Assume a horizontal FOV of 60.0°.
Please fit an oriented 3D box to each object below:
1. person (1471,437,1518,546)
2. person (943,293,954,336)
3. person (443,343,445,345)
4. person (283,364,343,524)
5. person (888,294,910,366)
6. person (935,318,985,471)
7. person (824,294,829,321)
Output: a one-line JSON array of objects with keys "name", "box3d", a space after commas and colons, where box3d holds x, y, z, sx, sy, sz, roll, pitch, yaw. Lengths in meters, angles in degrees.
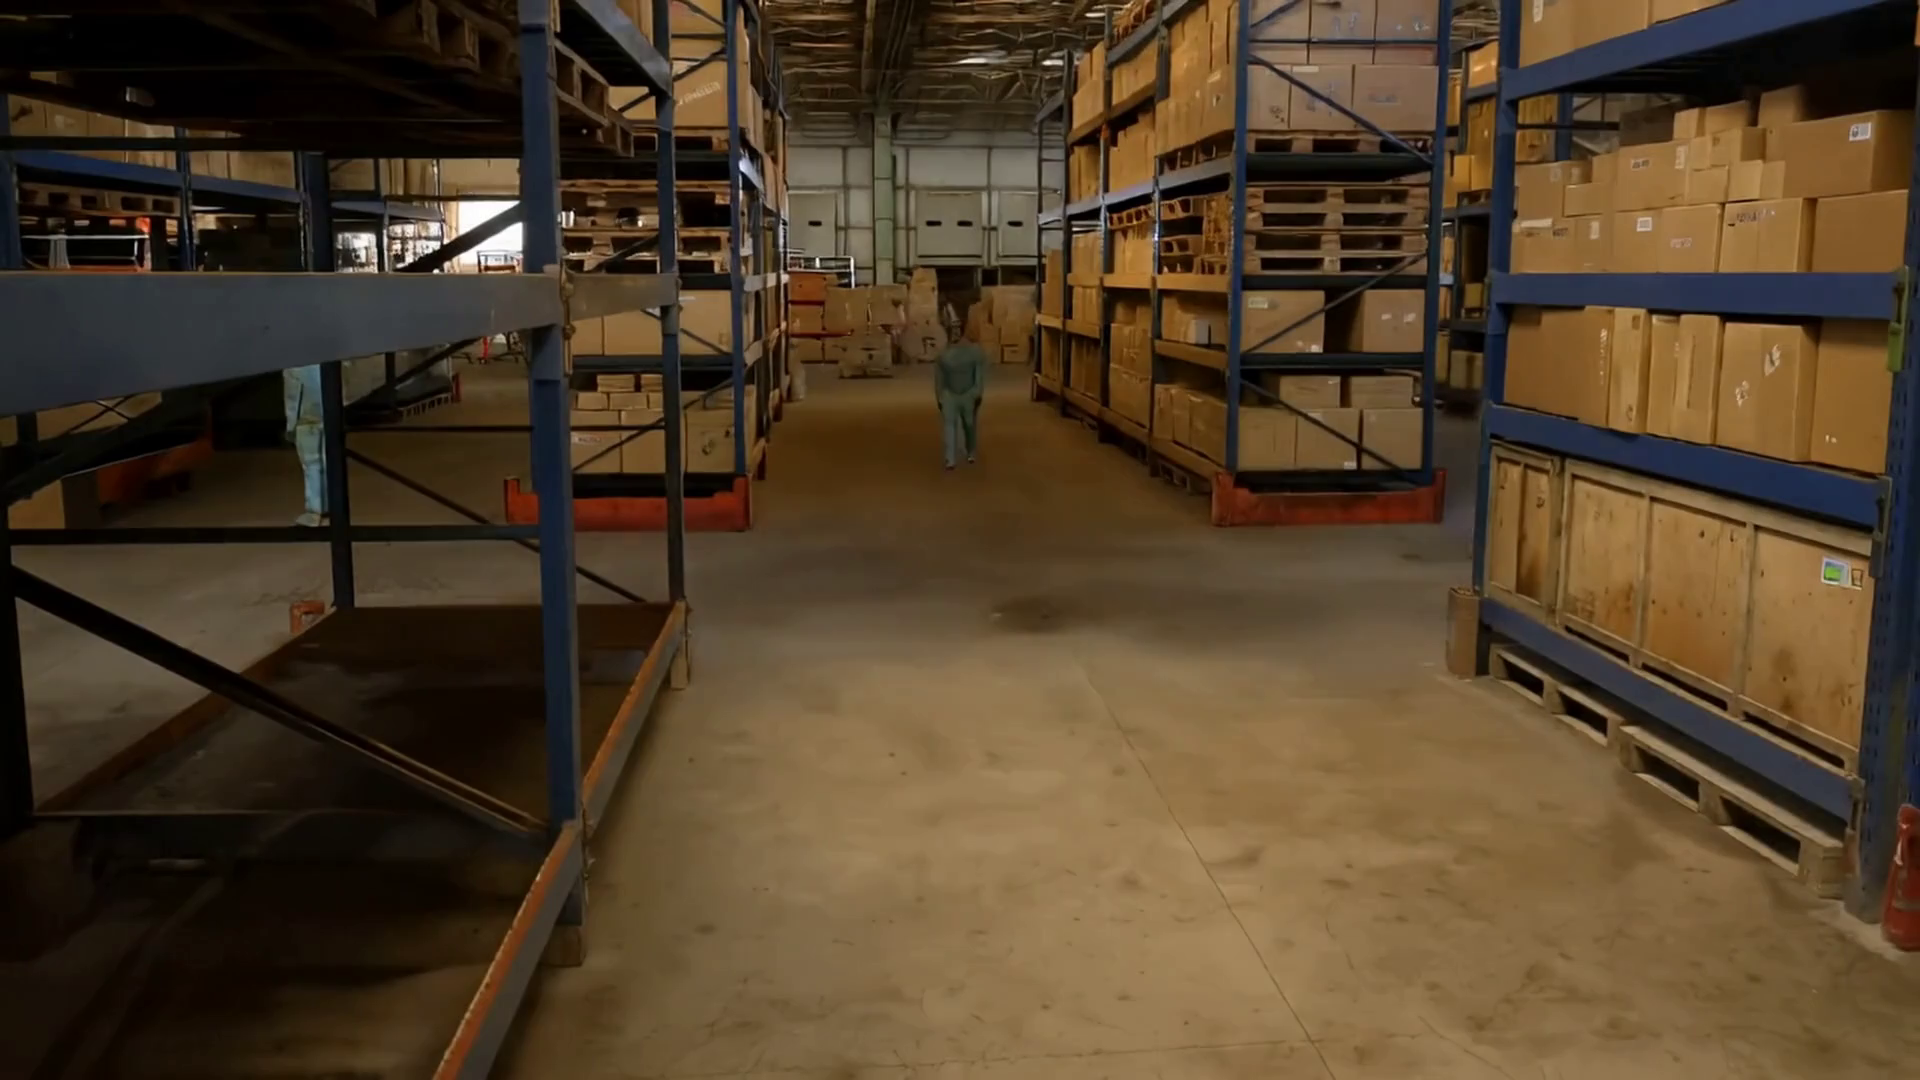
[{"name": "person", "box3d": [4.638, -0.614, 13.900, 0.594, 1.627, 0.513, -2, 9, -14]}, {"name": "person", "box3d": [-0.277, -6.253, 48.471, 0.736, 1.901, 0.601, 0, 9, -1]}, {"name": "person", "box3d": [-17.747, -7.506, 56.812, 0.528, 1.755, 0.471, -2, 9, -10]}, {"name": "person", "box3d": [-6.274, -1.127, 16.156, 0.371, 1.940, 0.627, 6, 11, 34]}, {"name": "person", "box3d": [-1.646, -5.521, 43.805, 0.485, 1.925, 0.562, 0, 9, 0]}, {"name": "person", "box3d": [0.001, -1.826, 20.751, 0.644, 1.877, 0.850, 1, 9, 8]}, {"name": "person", "box3d": [-3.947, -6.538, 50.422, 0.351, 1.846, 0.506, 2, 9, 15]}]
